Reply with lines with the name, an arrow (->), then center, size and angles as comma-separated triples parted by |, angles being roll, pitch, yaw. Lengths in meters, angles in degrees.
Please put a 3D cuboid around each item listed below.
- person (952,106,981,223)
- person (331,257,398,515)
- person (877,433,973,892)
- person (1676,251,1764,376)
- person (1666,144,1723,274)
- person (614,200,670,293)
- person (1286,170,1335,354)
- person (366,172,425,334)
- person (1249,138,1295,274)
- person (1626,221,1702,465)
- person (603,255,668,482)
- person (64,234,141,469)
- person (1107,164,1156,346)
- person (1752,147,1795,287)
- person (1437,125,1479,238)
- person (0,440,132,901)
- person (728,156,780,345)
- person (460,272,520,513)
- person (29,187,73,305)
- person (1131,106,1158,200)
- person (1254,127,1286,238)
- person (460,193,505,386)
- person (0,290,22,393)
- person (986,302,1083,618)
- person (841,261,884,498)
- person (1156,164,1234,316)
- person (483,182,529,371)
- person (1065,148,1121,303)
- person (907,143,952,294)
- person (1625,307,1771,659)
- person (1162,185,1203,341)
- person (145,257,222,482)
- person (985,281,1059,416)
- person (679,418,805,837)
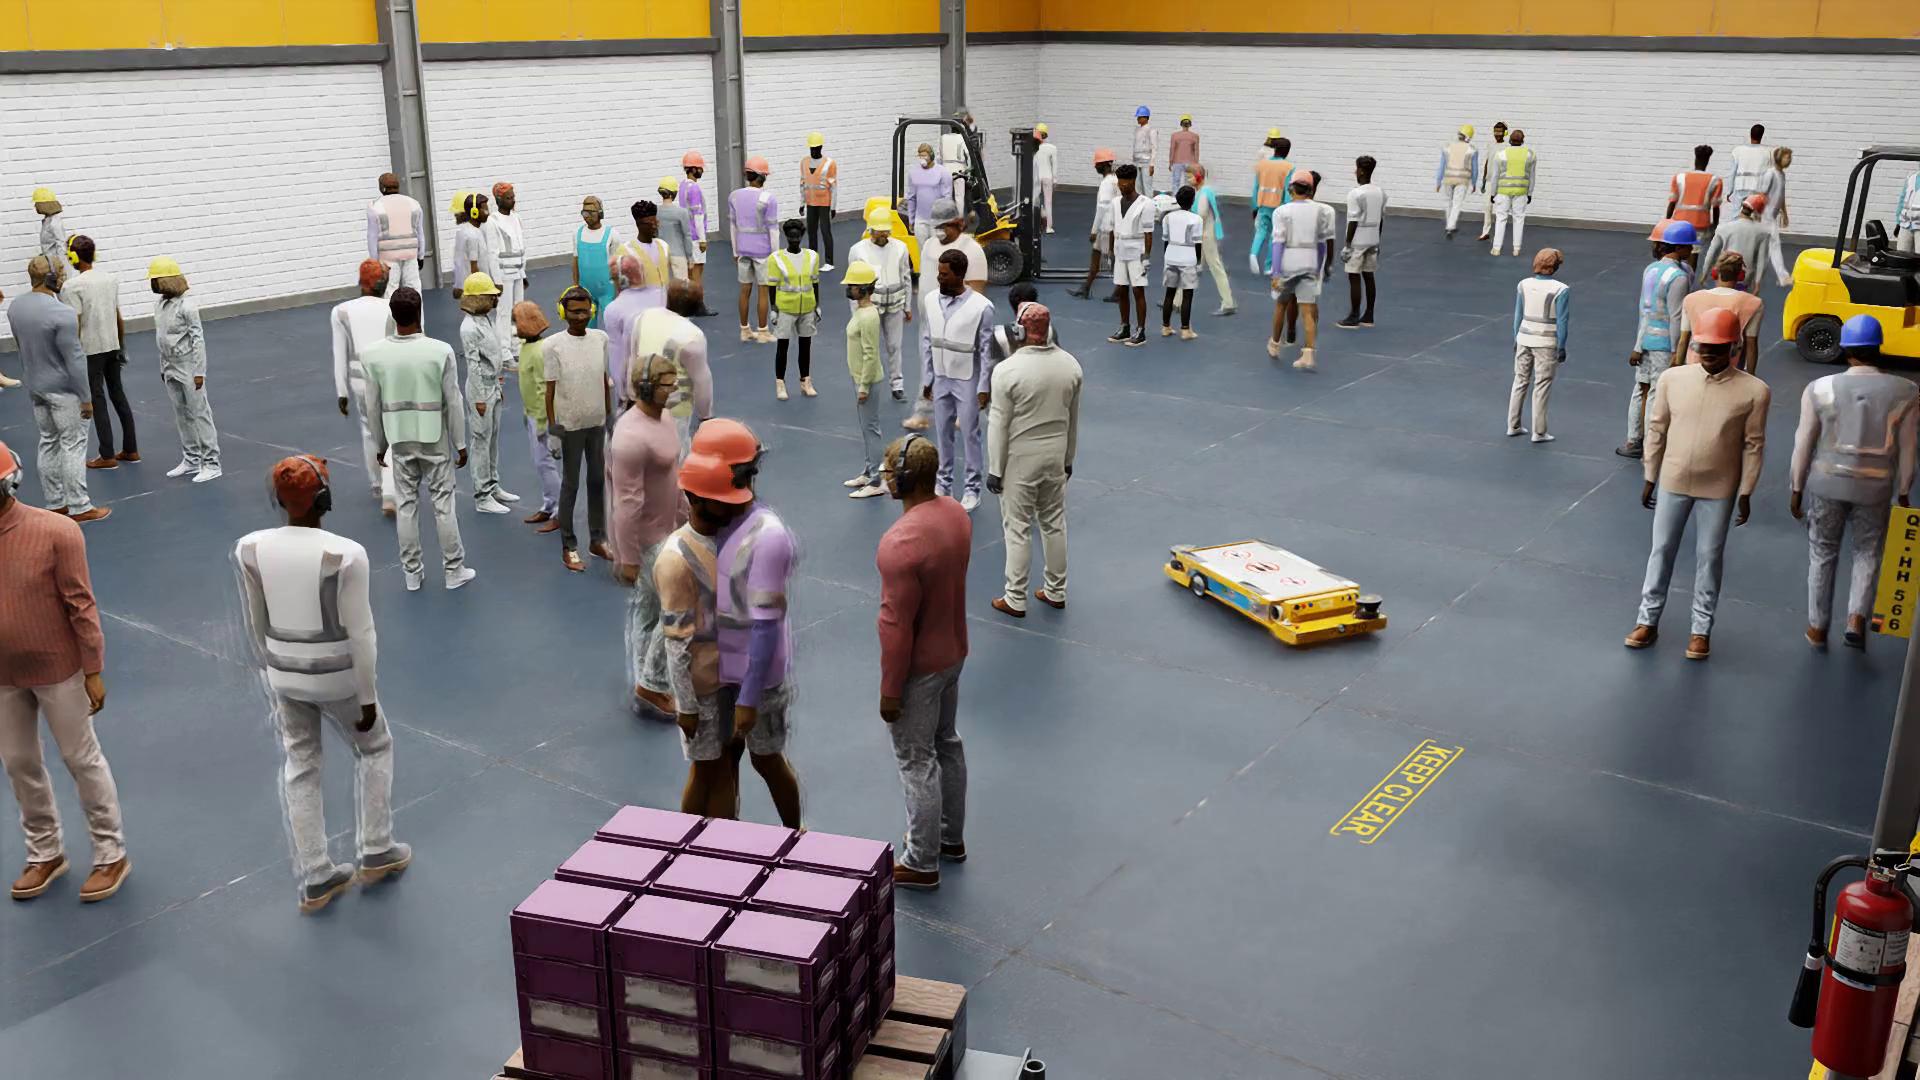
person -> 0.053, -6.355, 28.134 | 0.625, 2.000, 0.754 | 16, 24, 40
person -> -4.235, -1.115, 12.079 | 0.571, 1.847, 0.945 | -1, 18, -4
person -> -0.153, 0.507, 6.851 | 0.364, 1.933, 0.638 | 8, 19, 23
person -> 5.617, -1.219, 12.405 | 0.565, 1.837, 0.382 | 14, 22, 37
person -> 9.114, -3.934, 20.707 | 0.633, 1.947, 0.497 | 9, 20, 25
person -> -2.734, -2.001, 14.637 | 0.367, 1.966, 0.604 | 11, 21, 31
person -> 3.674, -2.949, 17.694 | 0.611, 1.922, 0.965 | 2, 18, 7
person -> -6.204, -3.114, 18.333 | 0.633, 1.837, 0.429 | -15, 23, -38
person -> 4.231, -4.539, 22.742 | 0.609, 1.876, 0.726 | 13, 22, 35
person -> 5.639, -1.578, 13.342 | 0.388, 1.947, 0.612 | -1, 18, -3
person -> -2.350, -1.185, 12.276 | 0.664, 1.836, 1.020 | -13, 22, -35
person -> -6.854, -1.488, 13.216 | 0.341, 1.858, 0.515 | 6, 19, 17
person -> 1.841, -3.103, 18.114 | 0.388, 1.951, 0.616 | -16, 24, -41
person -> 10.791, -4.238, 21.886 | 0.906, 1.806, 0.543 | 15, 23, 40
person -> 7.982, -5.764, 26.748 | 0.600, 1.775, 0.867 | 12, 21, 33
person -> -3.773, 0.522, 6.724 | 0.629, 1.981, 0.410 | 0, 18, 0
person -> -2.209, -3.147, 18.122 | 0.611, 2.032, 0.411 | 9, 20, 27
person -> -3.432, -1.074, 12.098 | 0.295, 1.744, 0.484 | 0, 18, 0
person -> -9.618, -2.868, 17.709 | 0.308, 1.743, 0.494 | -13, 22, -34
person -> 3.158, -6.501, 28.739 | 0.398, 1.945, 0.616 | -10, 20, -30
person -> 4.966, -5.696, 26.557 | 0.492, 1.740, 0.324 | -2, 18, -5
person -> -4.647, -2.410, 16.095 | 0.325, 1.861, 0.512 | -6, 19, -18
person -> -9.334, -2.414, 15.798 | 0.370, 2.048, 0.607 | 1, 18, 3
person -> 0.424, -0.481, 10.004 | 0.635, 1.900, 0.398 | -13, 22, -34
person -> -0.725, -1.198, 12.449 | 0.308, 1.769, 0.524 | -3, 18, -9
person -> 2.874, -3.559, 19.799 | 0.933, 1.787, 0.623 | 0, 18, 1
person -> -4.565, -2.670, 16.863 | 0.347, 1.882, 0.584 | 4, 18, 13
person -> 1.726, -3.908, 20.717 | 0.809, 1.895, 0.586 | 4, 18, 13
person -> -0.390, -4.086, 21.229 | 0.632, 1.930, 0.377 | 9, 20, 27
person -> 4.133, -0.314, 9.311 | 0.612, 1.994, 0.394 | 12, 21, 33
person -> 2.459, -3.069, 18.424 | 0.533, 1.694, 0.320 | 16, 24, 41
person -> -6.025, -1.314, 12.848 | 0.493, 1.743, 0.312 | 11, 21, 30
person -> 0.458, -1.016, 12.015 | 0.561, 1.672, 0.446 | -1, 18, -5
person -> -0.892, 0.509, 6.693 | 0.646, 2.020, 0.657 | -13, 22, -34
